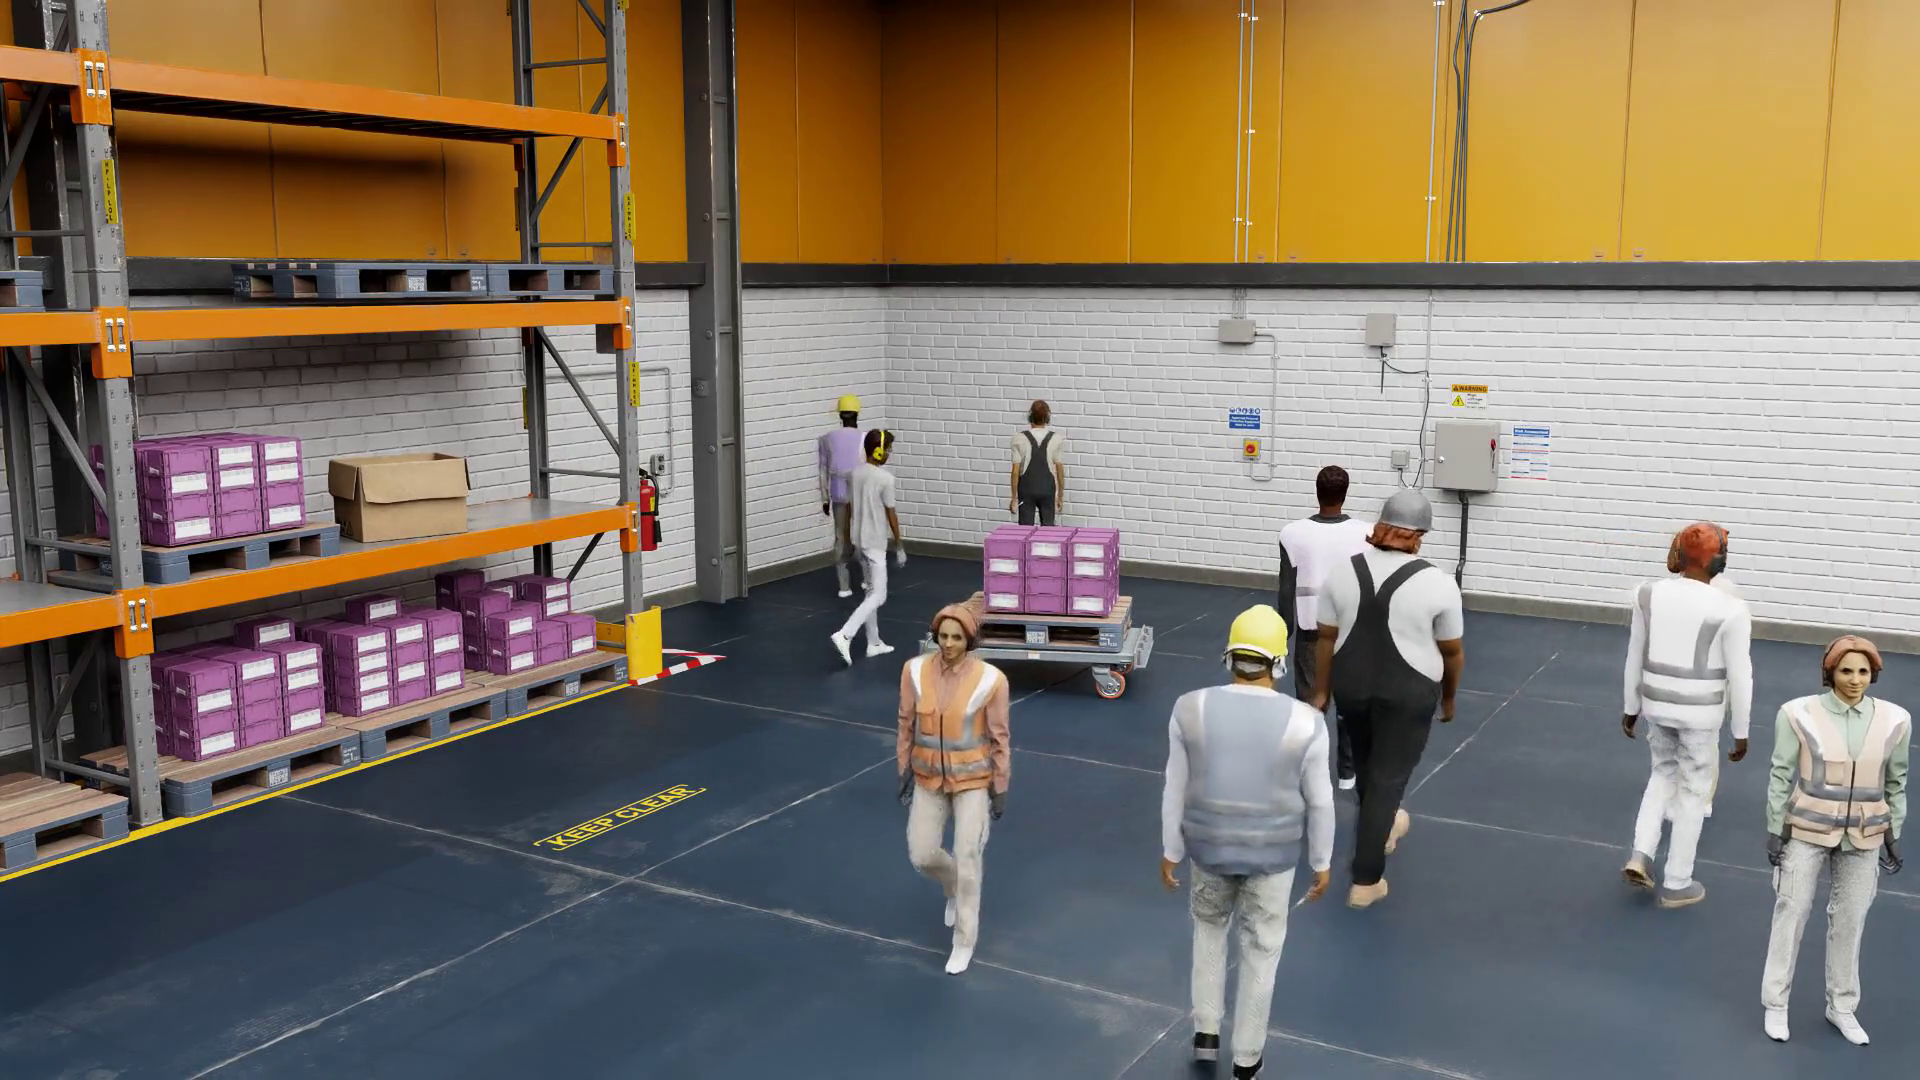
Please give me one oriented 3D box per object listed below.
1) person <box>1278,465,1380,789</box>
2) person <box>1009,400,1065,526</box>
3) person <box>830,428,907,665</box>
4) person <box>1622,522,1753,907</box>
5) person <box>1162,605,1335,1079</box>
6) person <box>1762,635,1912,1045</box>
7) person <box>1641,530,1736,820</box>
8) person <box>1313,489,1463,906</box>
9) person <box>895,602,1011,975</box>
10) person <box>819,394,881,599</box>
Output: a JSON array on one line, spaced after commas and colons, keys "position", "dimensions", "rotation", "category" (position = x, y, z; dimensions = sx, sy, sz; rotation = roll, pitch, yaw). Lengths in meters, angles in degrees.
[{"position": [2.156, 0.520, 9.758], "dimensions": [0.591, 1.919, 0.392], "rotation": [1, 9, 7], "category": "person"}, {"position": [0.735, -0.405, 15.805], "dimensions": [0.538, 1.837, 0.337], "rotation": [-1, 9, -3], "category": "person"}, {"position": [-0.744, 0.055, 12.921], "dimensions": [0.740, 1.841, 0.535], "rotation": [-9, 13, -44], "category": "person"}, {"position": [3.480, 0.834, 7.950], "dimensions": [0.407, 1.867, 0.601], "rotation": [-7, 11, -37], "category": "person"}, {"position": [1.077, 1.140, 6.196], "dimensions": [0.629, 1.818, 0.470], "rotation": [3, 10, 18], "category": "person"}, {"position": [3.436, 1.174, 6.540], "dimensions": [0.517, 1.639, 0.314], "rotation": [1, 9, 8], "category": "person"}, {"position": [4.036, 0.744, 9.240], "dimensions": [0.498, 1.633, 0.278], "rotation": [-1, 9, -9], "category": "person"}, {"position": [2.165, 0.707, 8.206], "dimensions": [0.692, 2.000, 1.034], "rotation": [8, 12, 40], "category": "person"}, {"position": [-0.004, 1.056, 7.321], "dimensions": [0.531, 1.620, 0.462], "rotation": [4, 10, 22], "category": "person"}, {"position": [-1.002, -0.421, 15.681], "dimensions": [0.630, 1.898, 0.788], "rotation": [2, 9, 10], "category": "person"}]
